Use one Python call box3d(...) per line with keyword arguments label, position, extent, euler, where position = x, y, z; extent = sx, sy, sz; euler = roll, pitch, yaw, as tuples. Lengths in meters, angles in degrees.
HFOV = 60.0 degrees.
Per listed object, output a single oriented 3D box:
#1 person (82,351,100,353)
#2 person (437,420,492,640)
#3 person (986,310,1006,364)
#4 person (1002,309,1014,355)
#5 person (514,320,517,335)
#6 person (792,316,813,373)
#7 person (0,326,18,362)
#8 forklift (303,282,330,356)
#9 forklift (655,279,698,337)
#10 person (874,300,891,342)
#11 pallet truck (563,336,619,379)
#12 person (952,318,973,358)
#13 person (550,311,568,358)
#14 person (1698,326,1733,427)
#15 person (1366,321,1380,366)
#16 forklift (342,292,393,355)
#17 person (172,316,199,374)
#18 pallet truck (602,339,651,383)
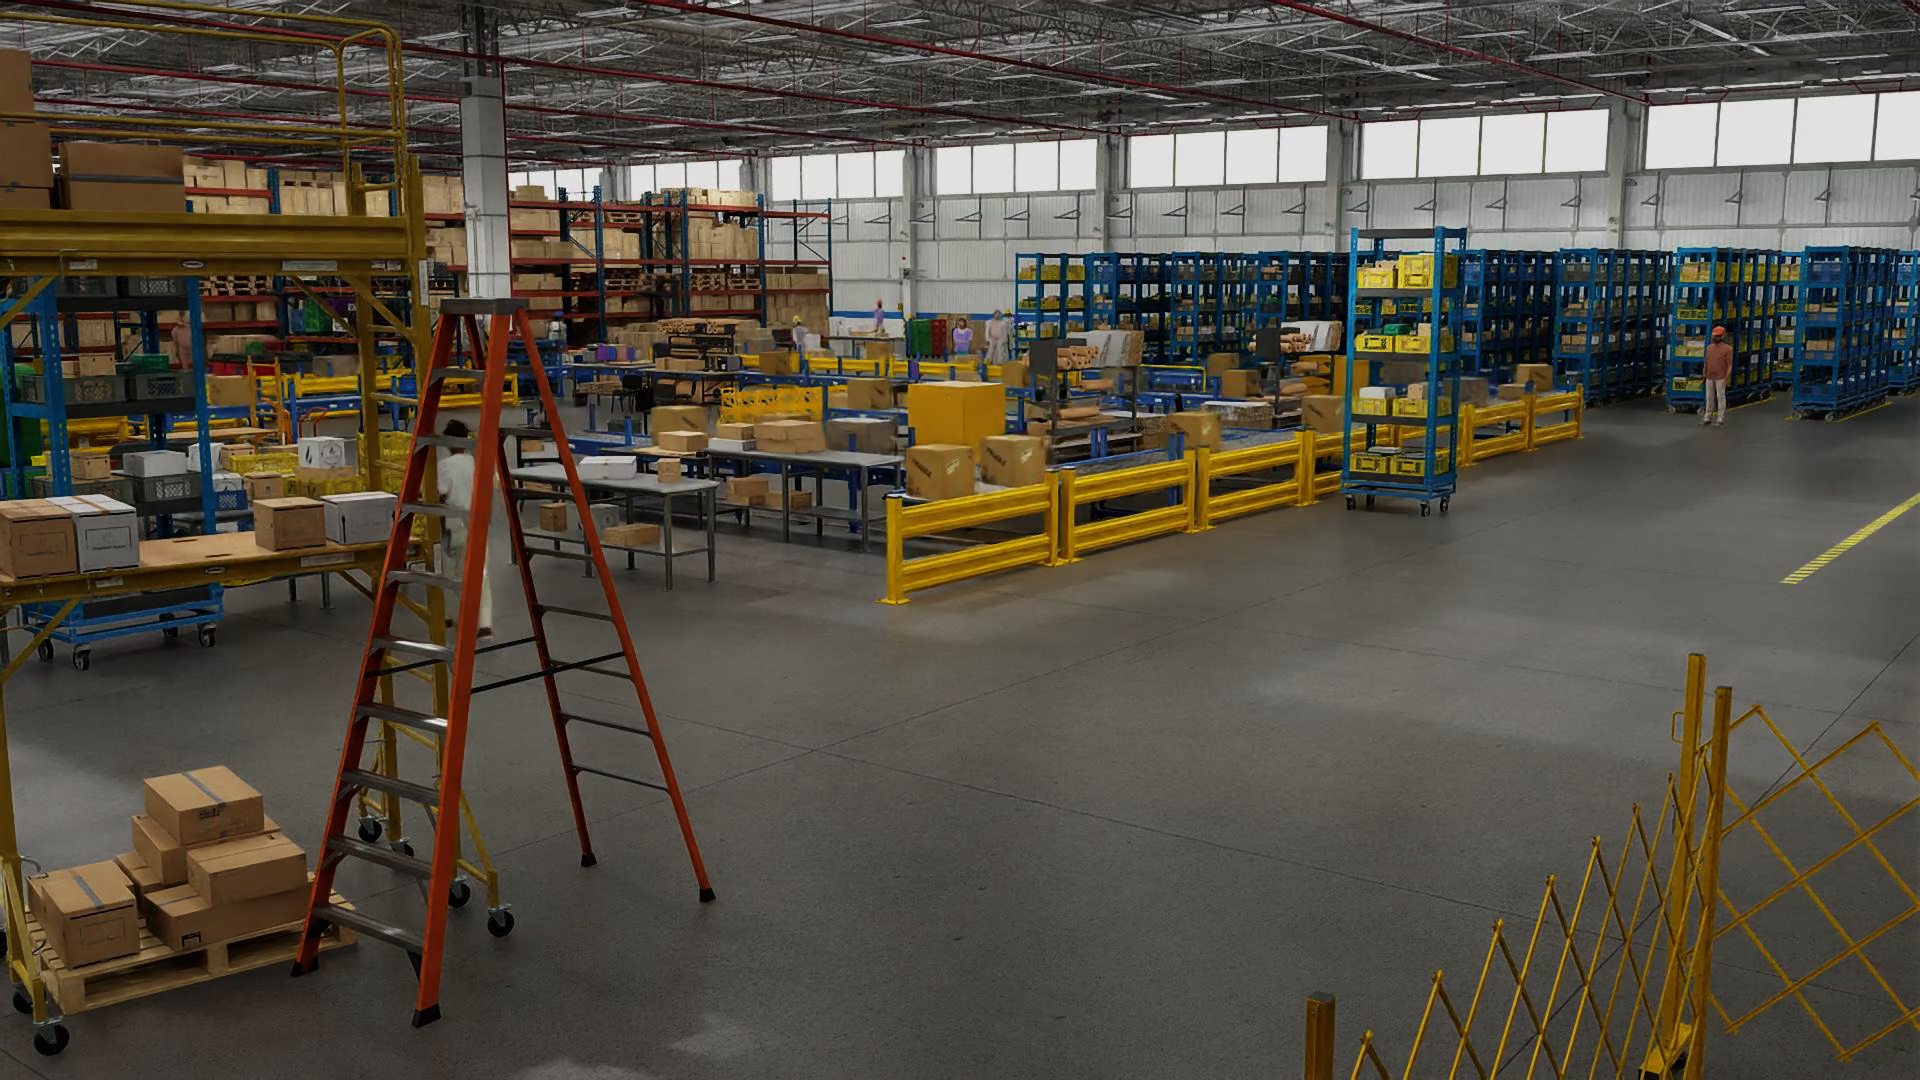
box3d(label="person", position=(-31.821, -7.573, 60.903), extent=(0.538, 1.715, 0.937), euler=(7, 11, 35))
box3d(label="person", position=(-4.162, -0.094, 13.920), extent=(0.506, 1.817, 0.997), euler=(-7, 11, -35))
box3d(label="person", position=(1.151, -6.352, 52.750), extent=(0.646, 1.890, 0.639), euler=(-1, 9, -3))
box3d(label="person", position=(1.785, -7.729, 61.846), extent=(0.485, 1.734, 0.346), euler=(-2, 9, -9))
box3d(label="person", position=(-16.100, -7.466, 59.658), extent=(0.407, 1.910, 0.640), euler=(-4, 10, -24))
box3d(label="person", position=(-4.666, -5.651, 48.724), extent=(0.908, 1.792, 0.590), euler=(8, 12, 40))
box3d(label="person", position=(-27.910, -5.564, 48.734), extent=(0.820, 1.592, 0.513), euler=(6, 11, 32))
box3d(label="forklift", position=(-17.989, -5.872, 46.681), extent=(1.129, 2.768, 1.873), euler=(7, 11, 37))
box3d(label="forklift", position=(-10.134, -7.682, 57.979), extent=(1.129, 2.768, 1.873), euler=(6, 11, 34))
box3d(label="person", position=(-3.393, -9.288, 71.091), extent=(1.008, 1.879, 0.563), euler=(9, 13, 44))
box3d(label="pallet truck", position=(-10.690, -5.294, 48.215), extent=(1.601, 1.201, 0.680), euler=(-5, 10, -26))
box3d(label="person", position=(0.070, -5.089, 45.013), extent=(0.566, 1.846, 0.389), euler=(3, 9, 15))
box3d(label="person", position=(-11.890, -5.834, 49.428), extent=(0.628, 1.925, 0.629), euler=(3, 10, 20))
box3d(label="person", position=(14.960, -3.224, 32.914), extent=(0.393, 1.991, 0.626), euler=(-5, 10, -28))
box3d(label="person", position=(10.464, -4.665, 42.405), extent=(0.597, 1.832, 0.404), euler=(-4, 10, -24))
box3d(label="forklift", position=(-16.485, -5.622, 45.120), extent=(1.129, 2.768, 1.873), euler=(7, 11, 37))
box3d(label="person", position=(-21.348, -5.240, 45.910), extent=(0.695, 1.866, 0.572), euler=(-4, 10, -23))
box3d(label="pallet truck", position=(-8.991, -4.871, 45.351), extent=(0.653, 1.274, 1.630), euler=(7, 11, 37))
